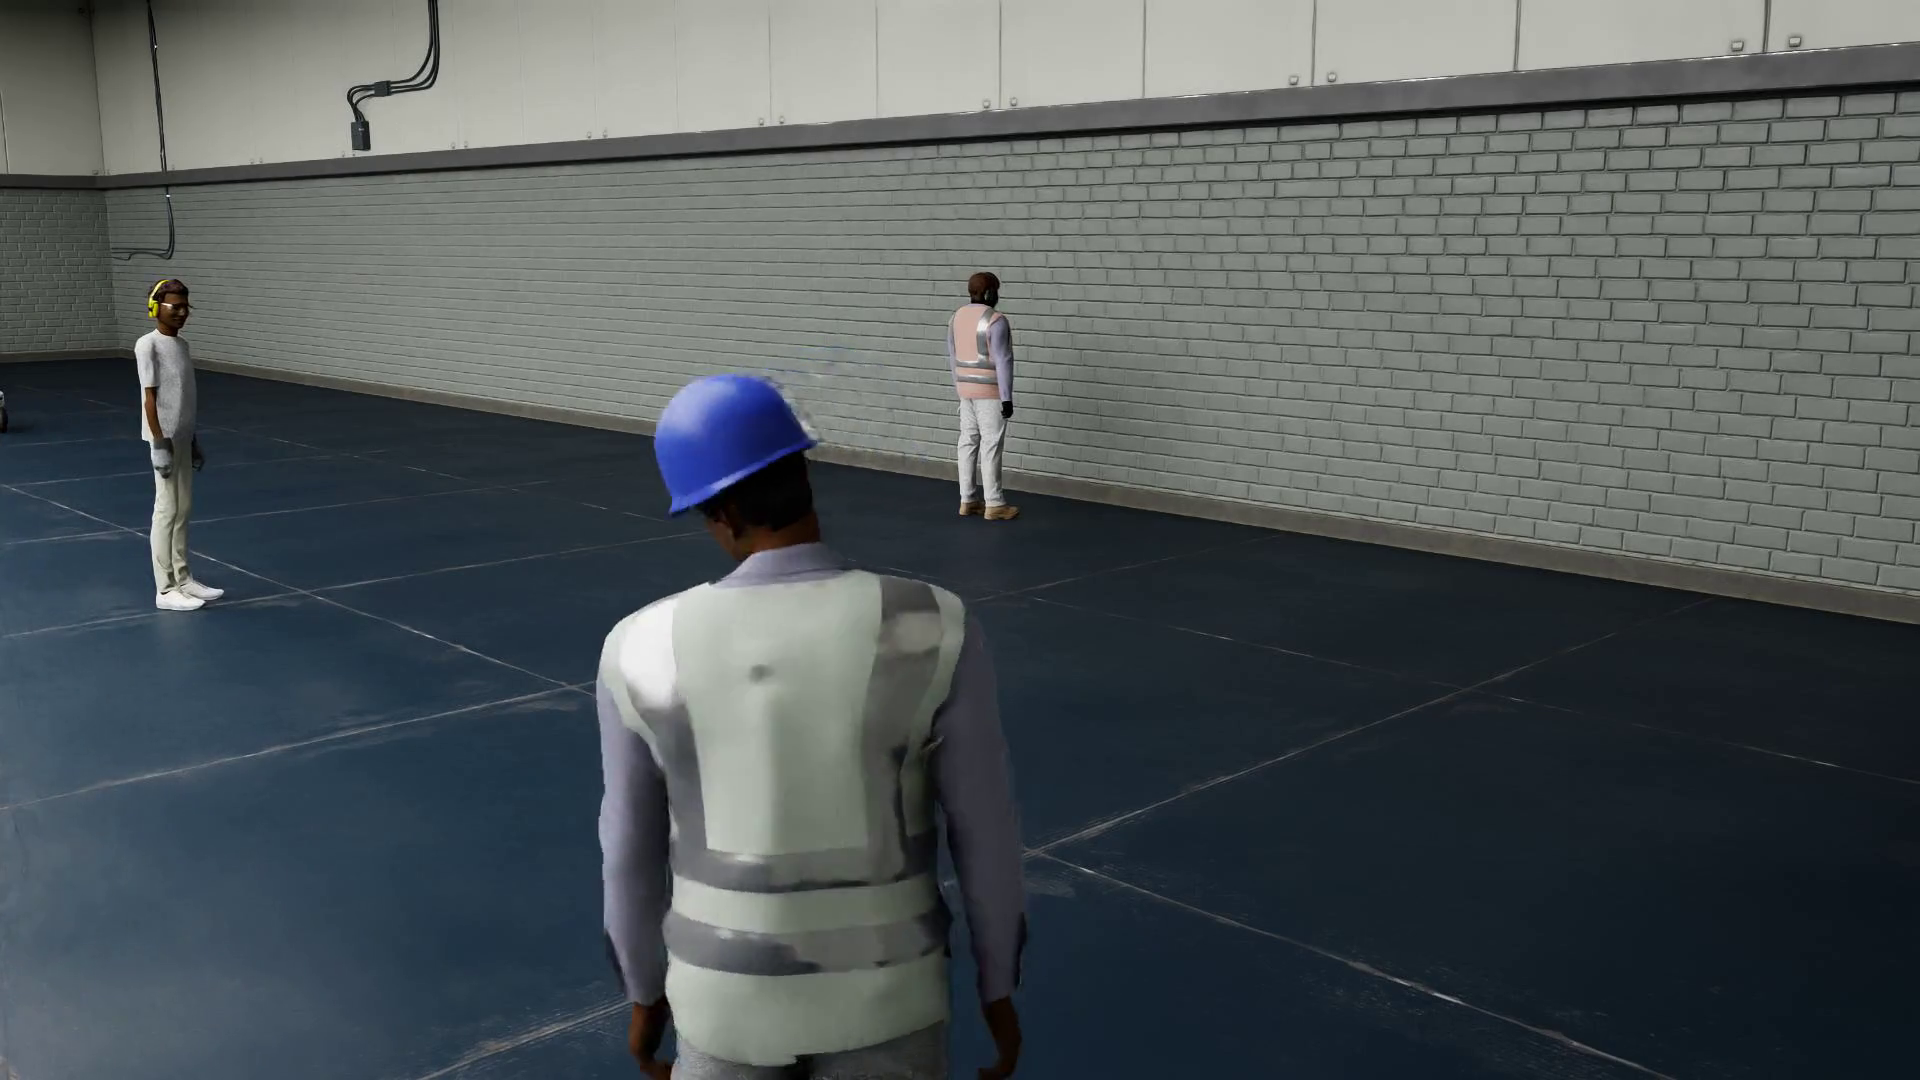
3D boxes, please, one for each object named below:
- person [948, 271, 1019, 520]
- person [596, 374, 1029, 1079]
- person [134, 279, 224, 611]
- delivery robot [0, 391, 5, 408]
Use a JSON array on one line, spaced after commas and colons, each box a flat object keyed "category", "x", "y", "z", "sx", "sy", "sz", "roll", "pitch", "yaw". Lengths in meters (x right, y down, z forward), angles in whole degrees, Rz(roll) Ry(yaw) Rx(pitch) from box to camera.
[{"category": "person", "x": 0.190, "y": -1.088, "z": 12.505, "sx": 0.429, "sy": 1.845, "sz": 0.627, "roll": -9, "pitch": 13, "yaw": -39}, {"category": "person", "x": -0.228, "y": 0.707, "z": 2.570, "sx": 0.674, "sy": 1.898, "sz": 0.484, "roll": 1, "pitch": 10, "yaw": 5}, {"category": "person", "x": -4.479, "y": -0.550, "z": 9.516, "sx": 0.334, "sy": 1.864, "sz": 0.521, "roll": 0, "pitch": 10, "yaw": -1}, {"category": "delivery robot", "x": -10.624, "y": -1.490, "z": 18.069, "sx": 0.477, "sy": 0.478, "sz": 0.707, "roll": -4, "pitch": 11, "yaw": -21}]
